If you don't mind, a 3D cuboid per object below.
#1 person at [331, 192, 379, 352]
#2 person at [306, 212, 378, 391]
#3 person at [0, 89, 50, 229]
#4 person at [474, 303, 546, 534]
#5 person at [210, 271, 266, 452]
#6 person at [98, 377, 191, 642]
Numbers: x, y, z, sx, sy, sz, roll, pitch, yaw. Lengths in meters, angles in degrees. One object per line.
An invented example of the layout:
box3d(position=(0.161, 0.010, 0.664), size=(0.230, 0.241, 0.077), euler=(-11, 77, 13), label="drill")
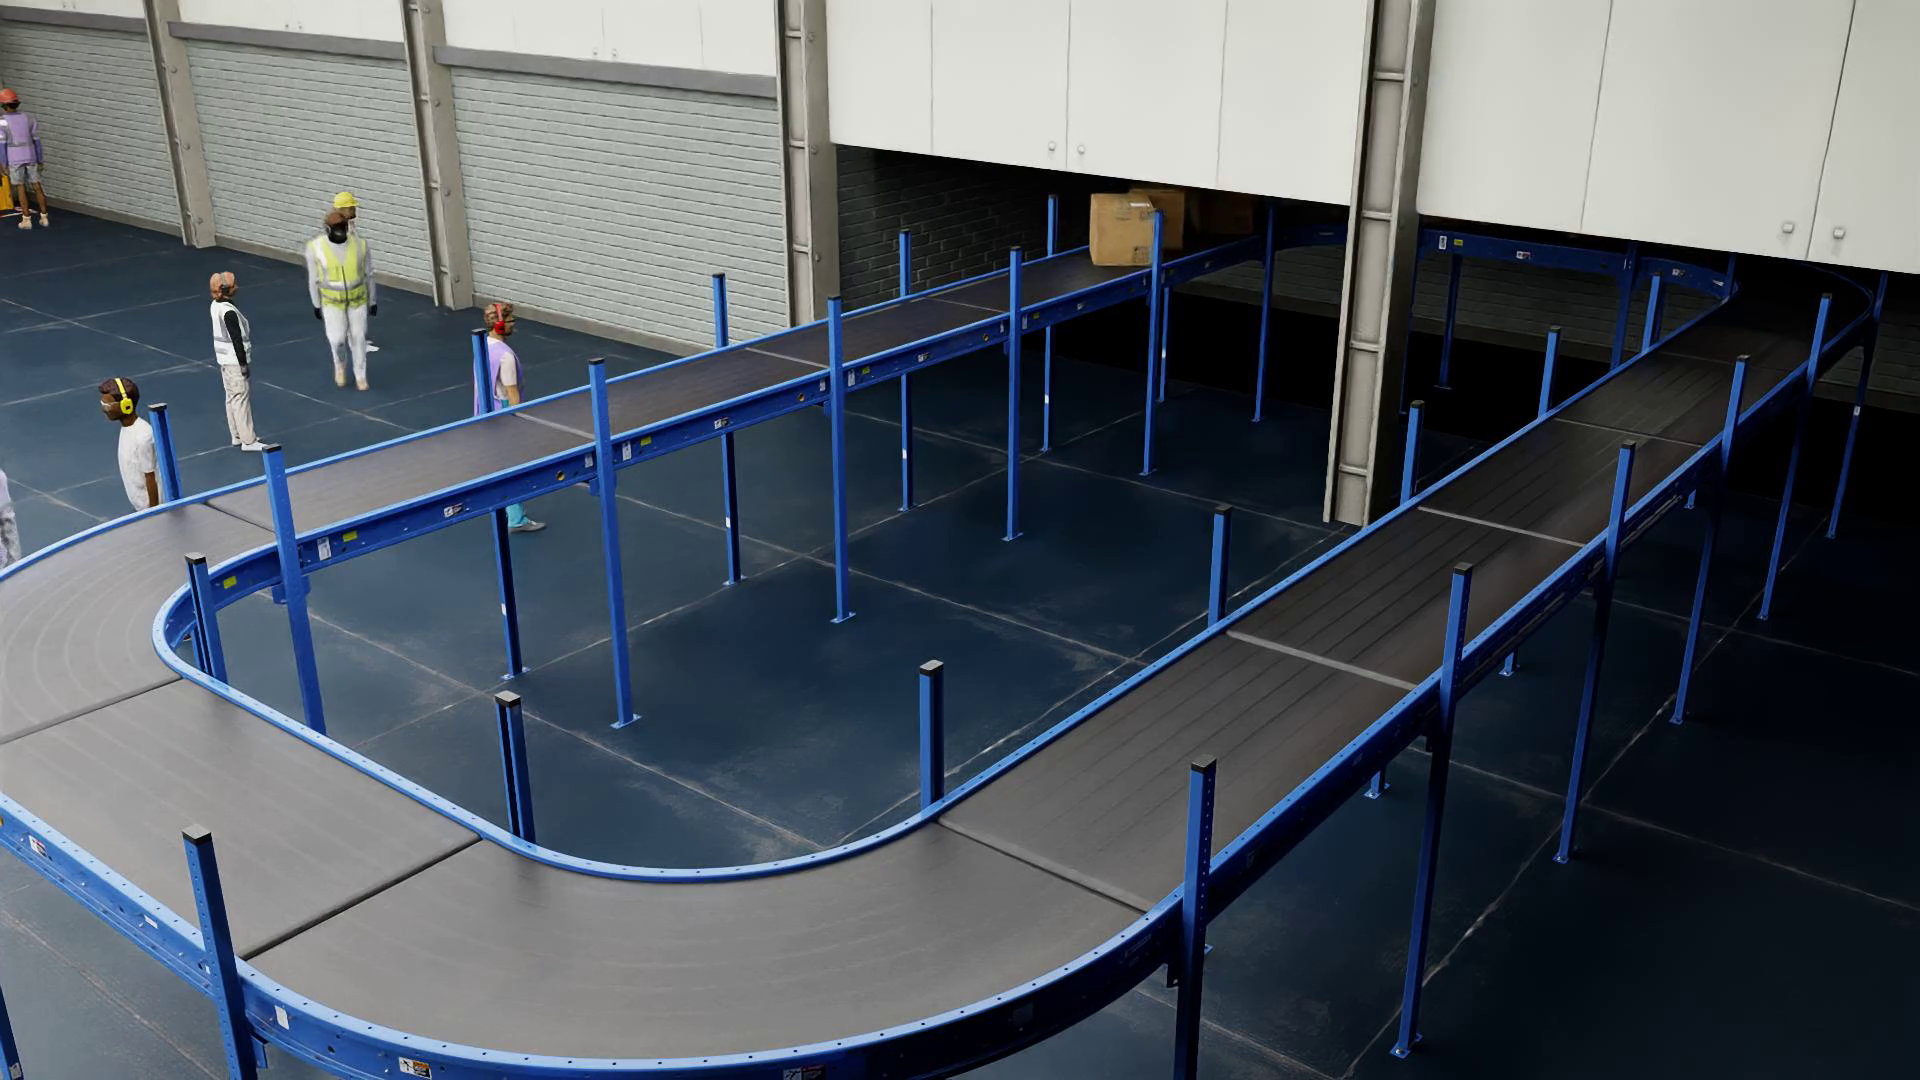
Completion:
box3d(position=(-6.679, -2.951, 18.305), size=(0.301, 1.745, 0.483), euler=(-11, 24, -26), label="person")
box3d(position=(-6.191, -2.398, 16.784), size=(0.647, 1.827, 0.440), euler=(-11, 24, -27), label="person")
box3d(position=(-14.022, -5.684, 24.840), size=(0.362, 2.048, 0.613), euler=(16, 27, 35), label="person")
box3d(position=(-3.602, -0.954, 13.094), size=(0.372, 1.843, 0.570), euler=(-17, 27, -37), label="person")
box3d(position=(-6.554, -1.610, 15.039), size=(0.308, 1.640, 0.510), euler=(-16, 27, -36), label="person")
box3d(position=(-5.441, -0.189, 11.142), size=(0.328, 1.861, 0.502), euler=(-16, 27, -36), label="person")
